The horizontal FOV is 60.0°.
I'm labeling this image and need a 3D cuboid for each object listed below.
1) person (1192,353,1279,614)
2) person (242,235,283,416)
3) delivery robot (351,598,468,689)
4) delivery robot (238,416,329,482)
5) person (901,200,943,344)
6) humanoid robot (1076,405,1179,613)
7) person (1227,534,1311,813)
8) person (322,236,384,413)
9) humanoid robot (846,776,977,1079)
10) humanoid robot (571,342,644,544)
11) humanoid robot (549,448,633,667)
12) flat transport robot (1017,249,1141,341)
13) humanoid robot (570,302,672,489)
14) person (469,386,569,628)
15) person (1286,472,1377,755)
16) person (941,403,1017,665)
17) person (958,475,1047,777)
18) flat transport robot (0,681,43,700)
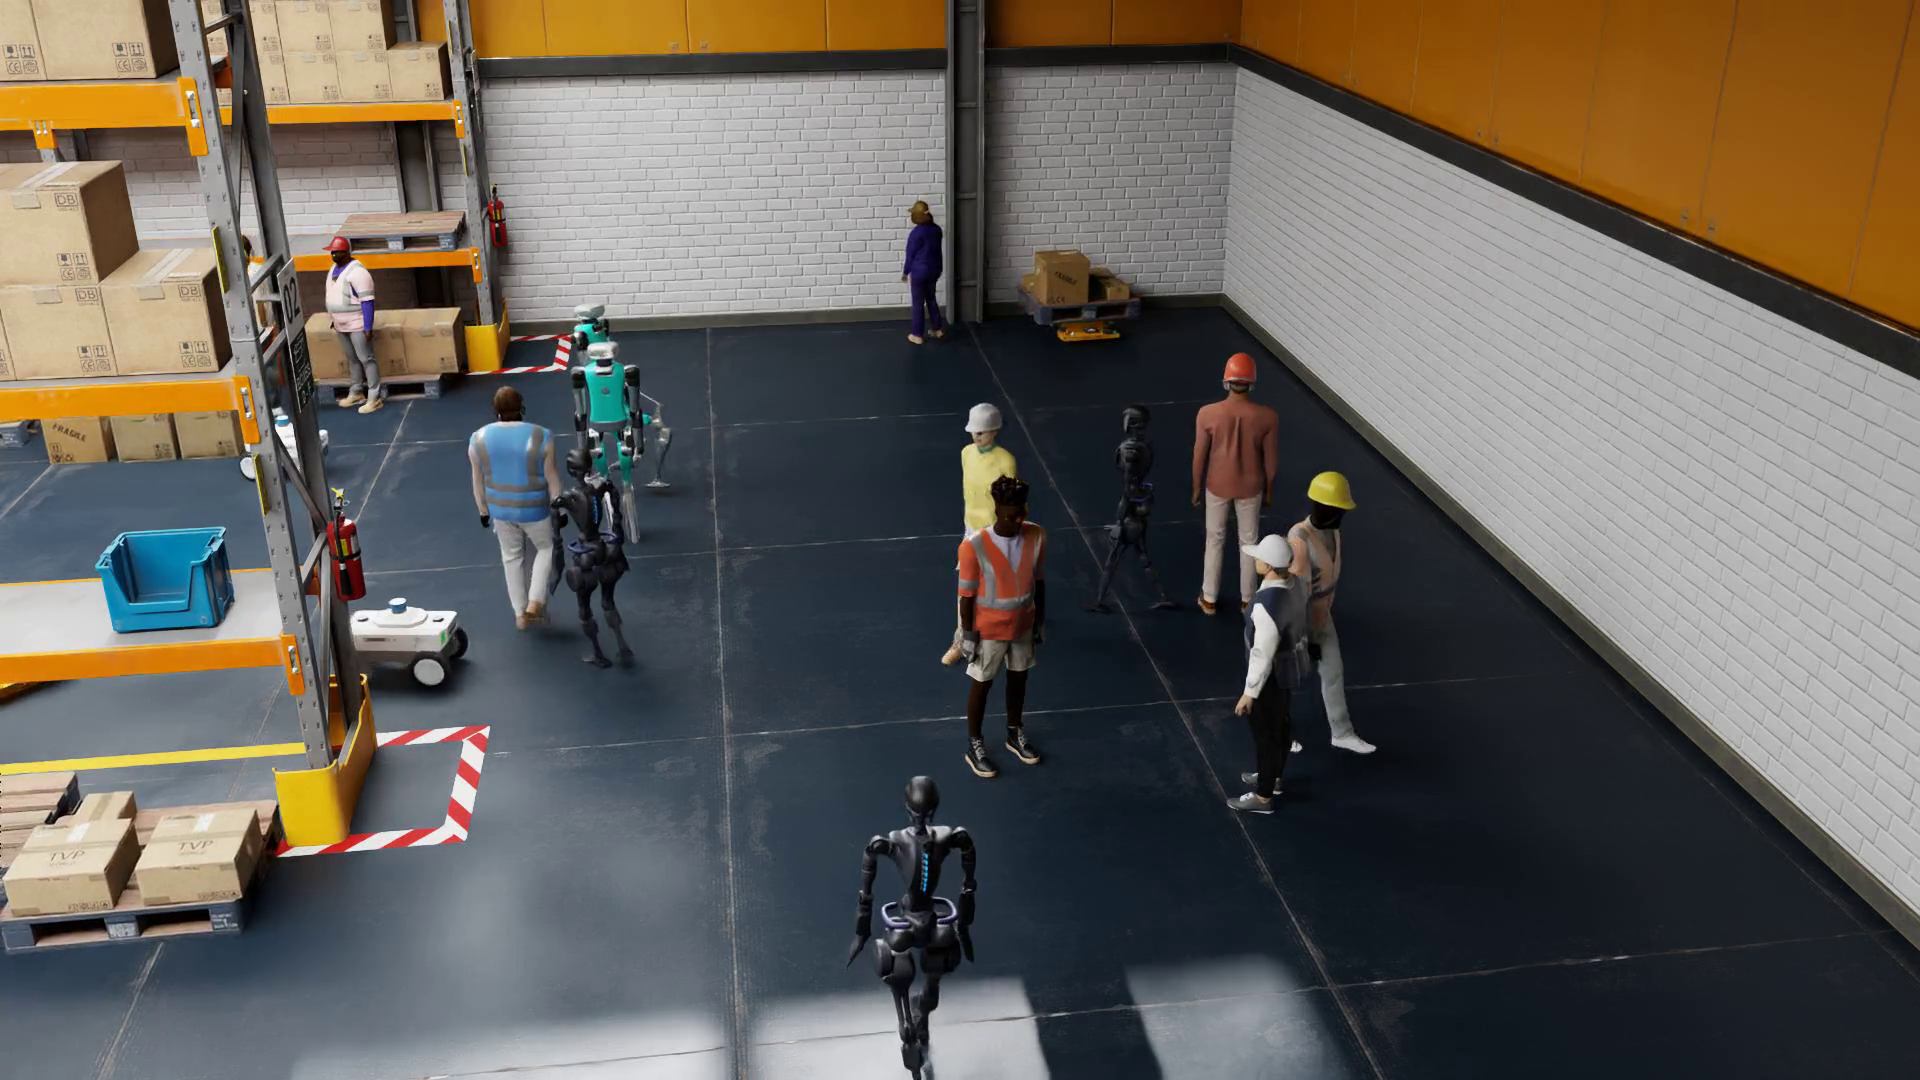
[{"bbox_3d":[2.010,-0.399,12.162,0.620,1.992,0.392,3,24,7],"label":"person"},{"bbox_3d":[-6.735,-2.068,16.145,0.506,1.851,0.528,-8,25,-18],"label":"person"},{"bbox_3d":[-3.837,0.686,11.467,0.772,0.586,0.499,0,24,0],"label":"delivery robot"},{"bbox_3d":[-6.065,-0.809,14.907,0.786,0.614,0.524,6,24,14],"label":"delivery robot"},{"bbox_3d":[-0.399,-2.982,18.503,0.374,1.610,0.500,21,31,39],"label":"person"},{"bbox_3d":[1.263,-0.217,12.200,0.750,1.636,0.586,6,24,13],"label":"humanoid robot"},{"bbox_3d":[1.812,0.787,9.749,0.446,1.758,0.761,12,27,26],"label":"person"},{"bbox_3d":[-5.998,-2.125,16.391,0.611,1.755,0.419,17,29,34],"label":"person"},{"bbox_3d":[-0.228,1.791,7.616,0.604,1.630,0.769,-6,24,-14],"label":"humanoid robot"},{"bbox_3d":[-2.795,-0.767,13.369,0.540,1.830,0.688,-4,24,-9],"label":"humanoid robot"},{"bbox_3d":[-2.515,0.140,11.350,0.595,1.644,0.413,-21,31,-39],"label":"humanoid robot"},{"bbox_3d":[1.336,-2.594,19.306,0.659,0.231,1.431,-5,24,-11],"label":"flat transport robot"},{"bbox_3d":[-2.827,-1.160,14.254,1.029,1.717,0.553,6,24,13],"label":"humanoid robot"},{"bbox_3d":[-3.153,-0.212,11.955,0.668,1.816,0.449,2,24,4],"label":"person"},{"bbox_3d":[2.253,0.497,10.240,0.765,1.898,0.606,19,30,36],"label":"person"},{"bbox_3d":[0.218,-0.098,11.665,0.492,1.847,0.955,16,28,32],"label":"person"},{"bbox_3d":[0.266,0.515,10.131,0.602,1.957,0.381,-13,27,-27],"label":"person"},{"bbox_3d":[-6.938,0.786,11.605,1.431,0.231,0.659,14,27,29],"label":"flat transport robot"}]
